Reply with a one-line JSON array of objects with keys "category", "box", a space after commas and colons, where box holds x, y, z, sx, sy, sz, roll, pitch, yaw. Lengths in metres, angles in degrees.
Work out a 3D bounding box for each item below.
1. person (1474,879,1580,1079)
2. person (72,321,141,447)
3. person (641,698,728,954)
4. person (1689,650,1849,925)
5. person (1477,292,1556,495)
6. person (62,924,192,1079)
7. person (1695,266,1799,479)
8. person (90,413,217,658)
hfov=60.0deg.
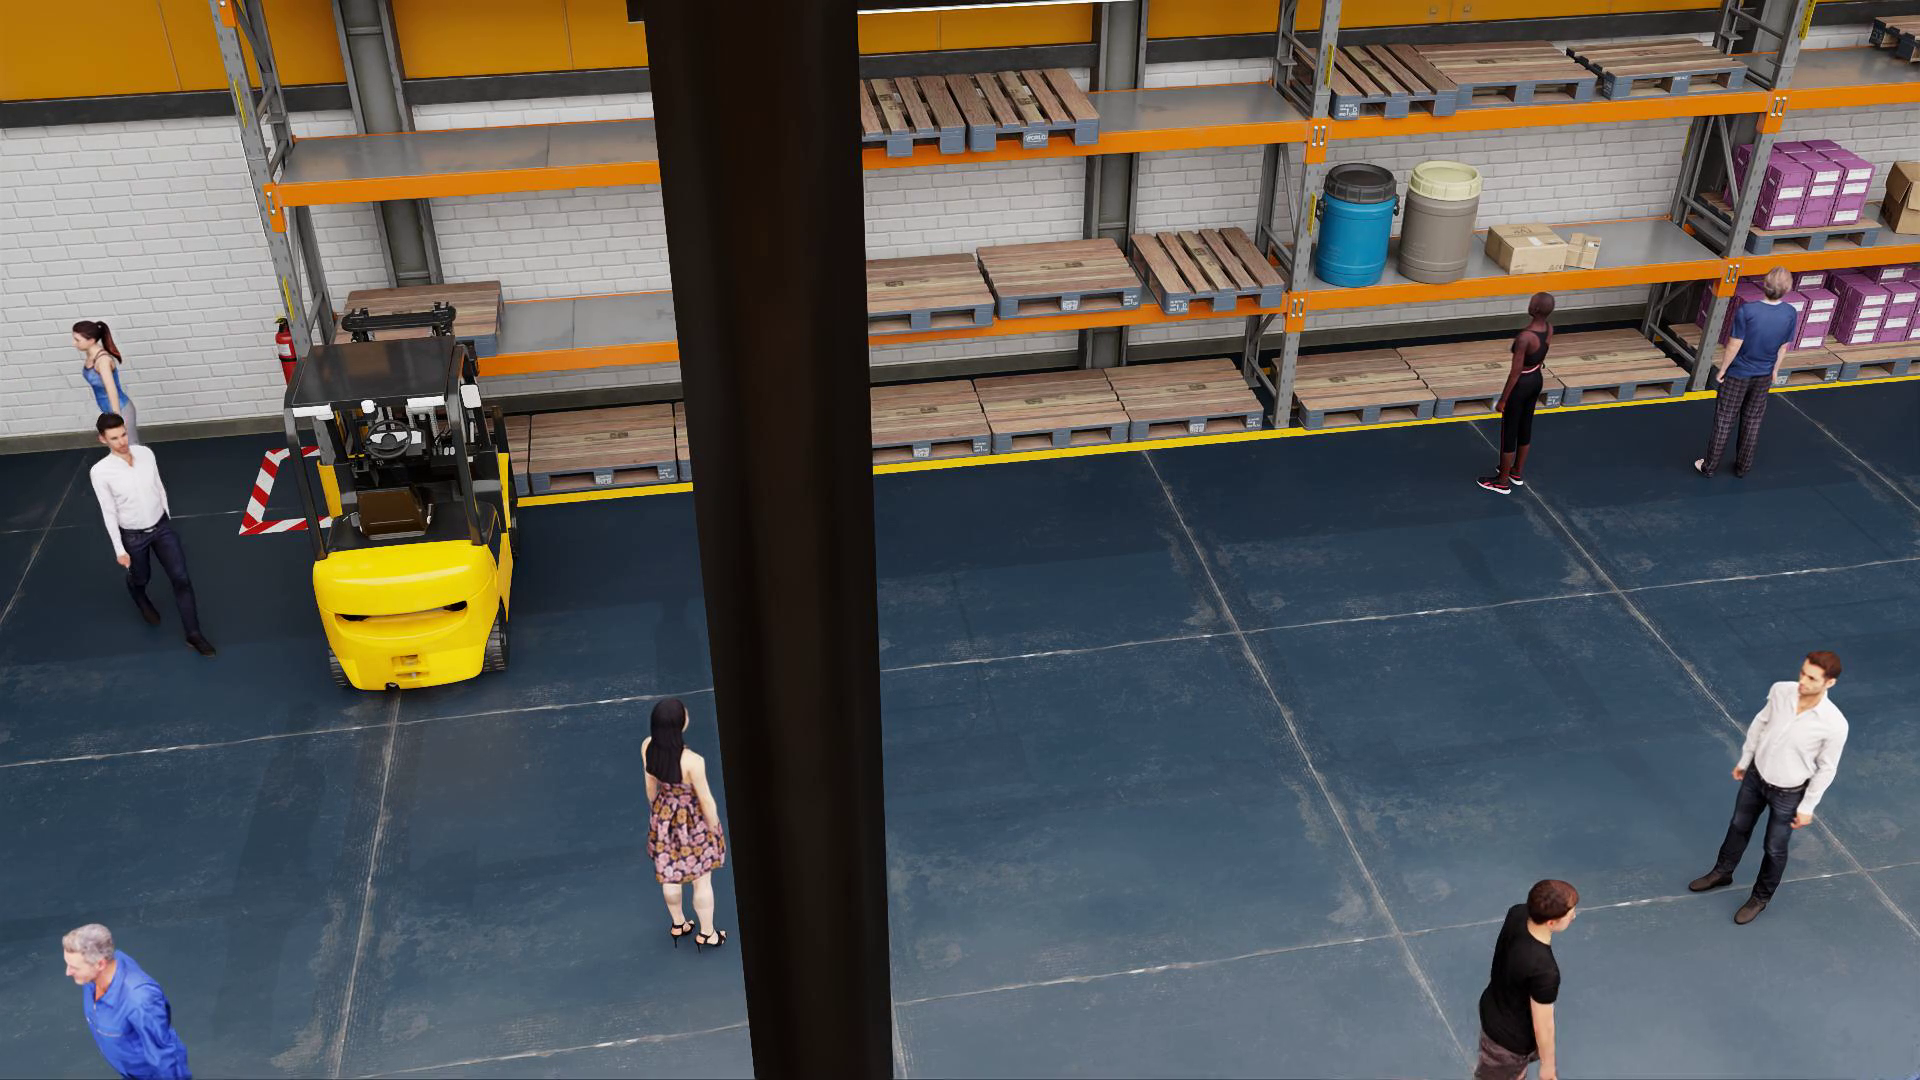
[{"category": "person", "box": [2.587, 2.319, 8.063, 0.884, 1.845, 0.790, 2, 34, 2]}, {"category": "person", "box": [-6.755, -1.038, 13.332, 0.650, 1.604, 0.643, -21, 39, -28]}, {"category": "person", "box": [-1.532, 1.586, 9.231, 0.789, 1.774, 0.863, 15, 37, 22]}, {"category": "person", "box": [4.654, 1.377, 9.457, 0.666, 1.871, 0.725, -17, 37, -23]}, {"category": "person", "box": [4.554, -1.198, 13.434, 0.617, 1.758, 0.722, -25, 41, -32]}, {"category": "person", "box": [-3.812, 2.466, 7.860, 0.783, 1.825, 0.822, 24, 40, 31]}, {"category": "person", "box": [6.446, -1.362, 13.578, 0.557, 1.871, 0.768, 2, 34, 3]}, {"category": "person", "box": [-5.781, -0.089, 11.690, 1.198, 1.842, 1.220, 26, 42, 34]}]
